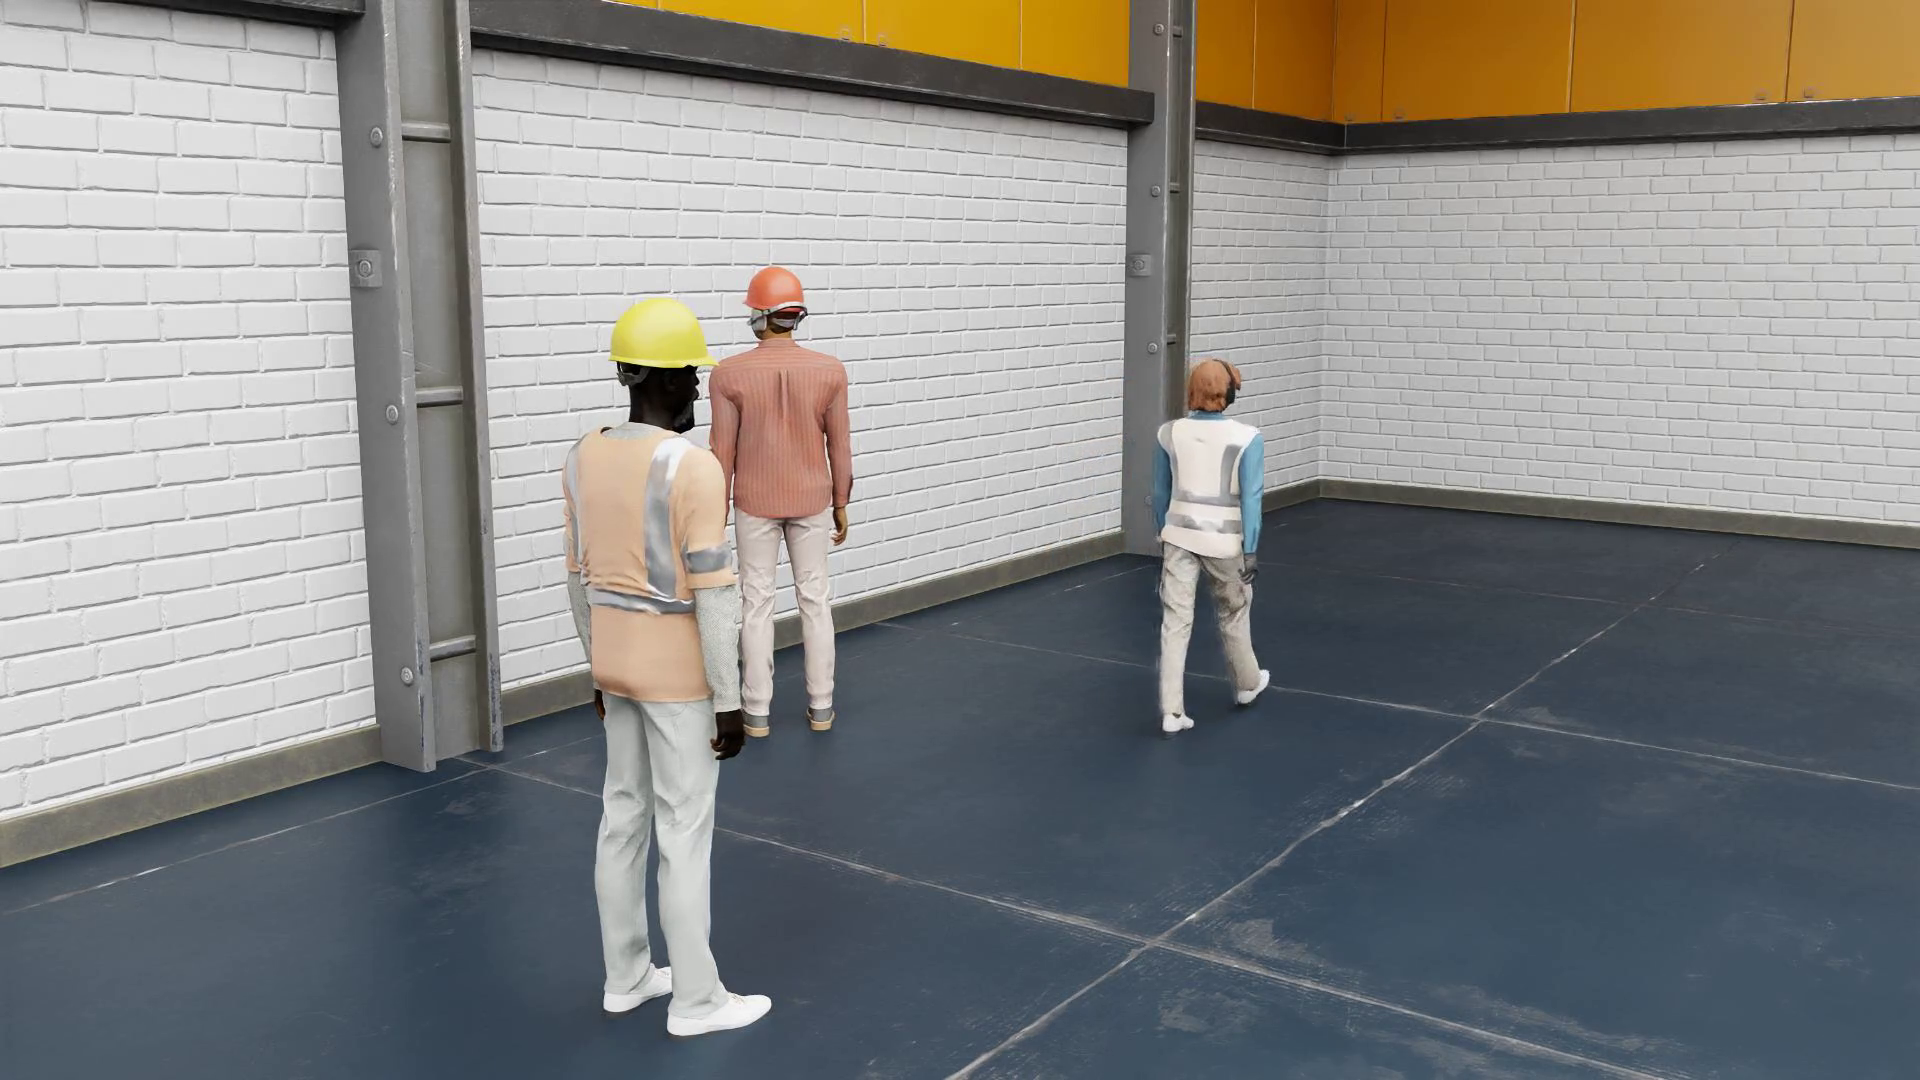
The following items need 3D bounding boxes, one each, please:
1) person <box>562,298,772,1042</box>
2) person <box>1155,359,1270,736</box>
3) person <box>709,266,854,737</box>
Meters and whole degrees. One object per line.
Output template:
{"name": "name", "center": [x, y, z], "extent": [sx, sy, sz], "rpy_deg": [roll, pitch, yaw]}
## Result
{"name": "person", "center": [-0.777, 0.340, 4.350], "extent": [0.585, 1.927, 0.366], "rpy_deg": [8, 12, 38]}
{"name": "person", "center": [1.099, 0.014, 7.251], "extent": [0.543, 1.589, 0.845], "rpy_deg": [6, 11, 31]}
{"name": "person", "center": [-0.762, -0.156, 7.099], "extent": [0.620, 1.996, 0.372], "rpy_deg": [-3, 10, -17]}
